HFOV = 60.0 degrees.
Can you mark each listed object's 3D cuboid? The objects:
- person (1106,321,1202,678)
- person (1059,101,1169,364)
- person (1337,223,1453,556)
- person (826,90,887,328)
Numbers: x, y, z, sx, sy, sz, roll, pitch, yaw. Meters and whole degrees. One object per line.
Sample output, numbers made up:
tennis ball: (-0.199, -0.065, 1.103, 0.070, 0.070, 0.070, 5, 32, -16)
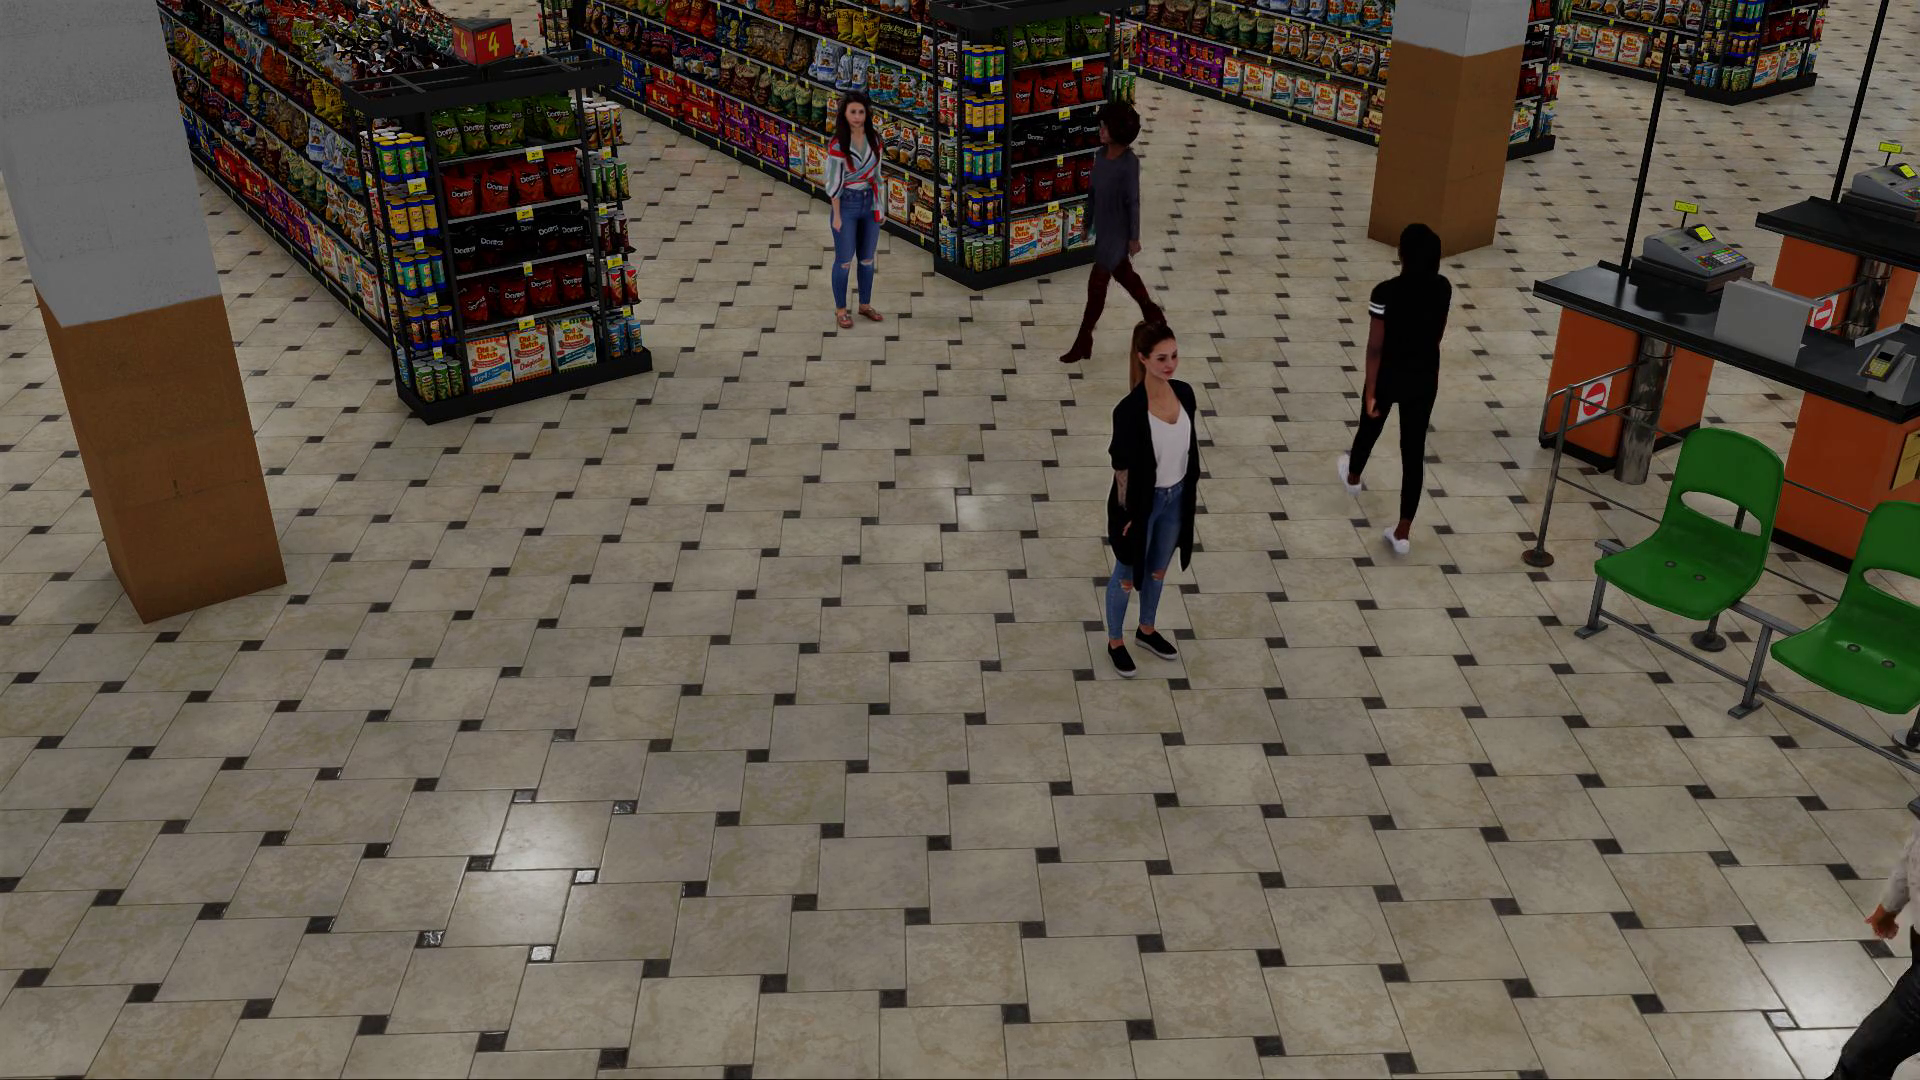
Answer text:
person: (0.852, -0.187, 7.523, 0.625, 1.684, 0.541, -18, 33, -29)
person: (1.074, -1.993, 10.843, 0.766, 1.672, 1.072, -14, 32, -24)
person: (2.303, -0.738, 8.532, 0.997, 1.684, 1.232, -3, 29, -5)
person: (-0.722, -2.281, 11.432, 0.586, 1.612, 0.500, -17, 33, -28)
